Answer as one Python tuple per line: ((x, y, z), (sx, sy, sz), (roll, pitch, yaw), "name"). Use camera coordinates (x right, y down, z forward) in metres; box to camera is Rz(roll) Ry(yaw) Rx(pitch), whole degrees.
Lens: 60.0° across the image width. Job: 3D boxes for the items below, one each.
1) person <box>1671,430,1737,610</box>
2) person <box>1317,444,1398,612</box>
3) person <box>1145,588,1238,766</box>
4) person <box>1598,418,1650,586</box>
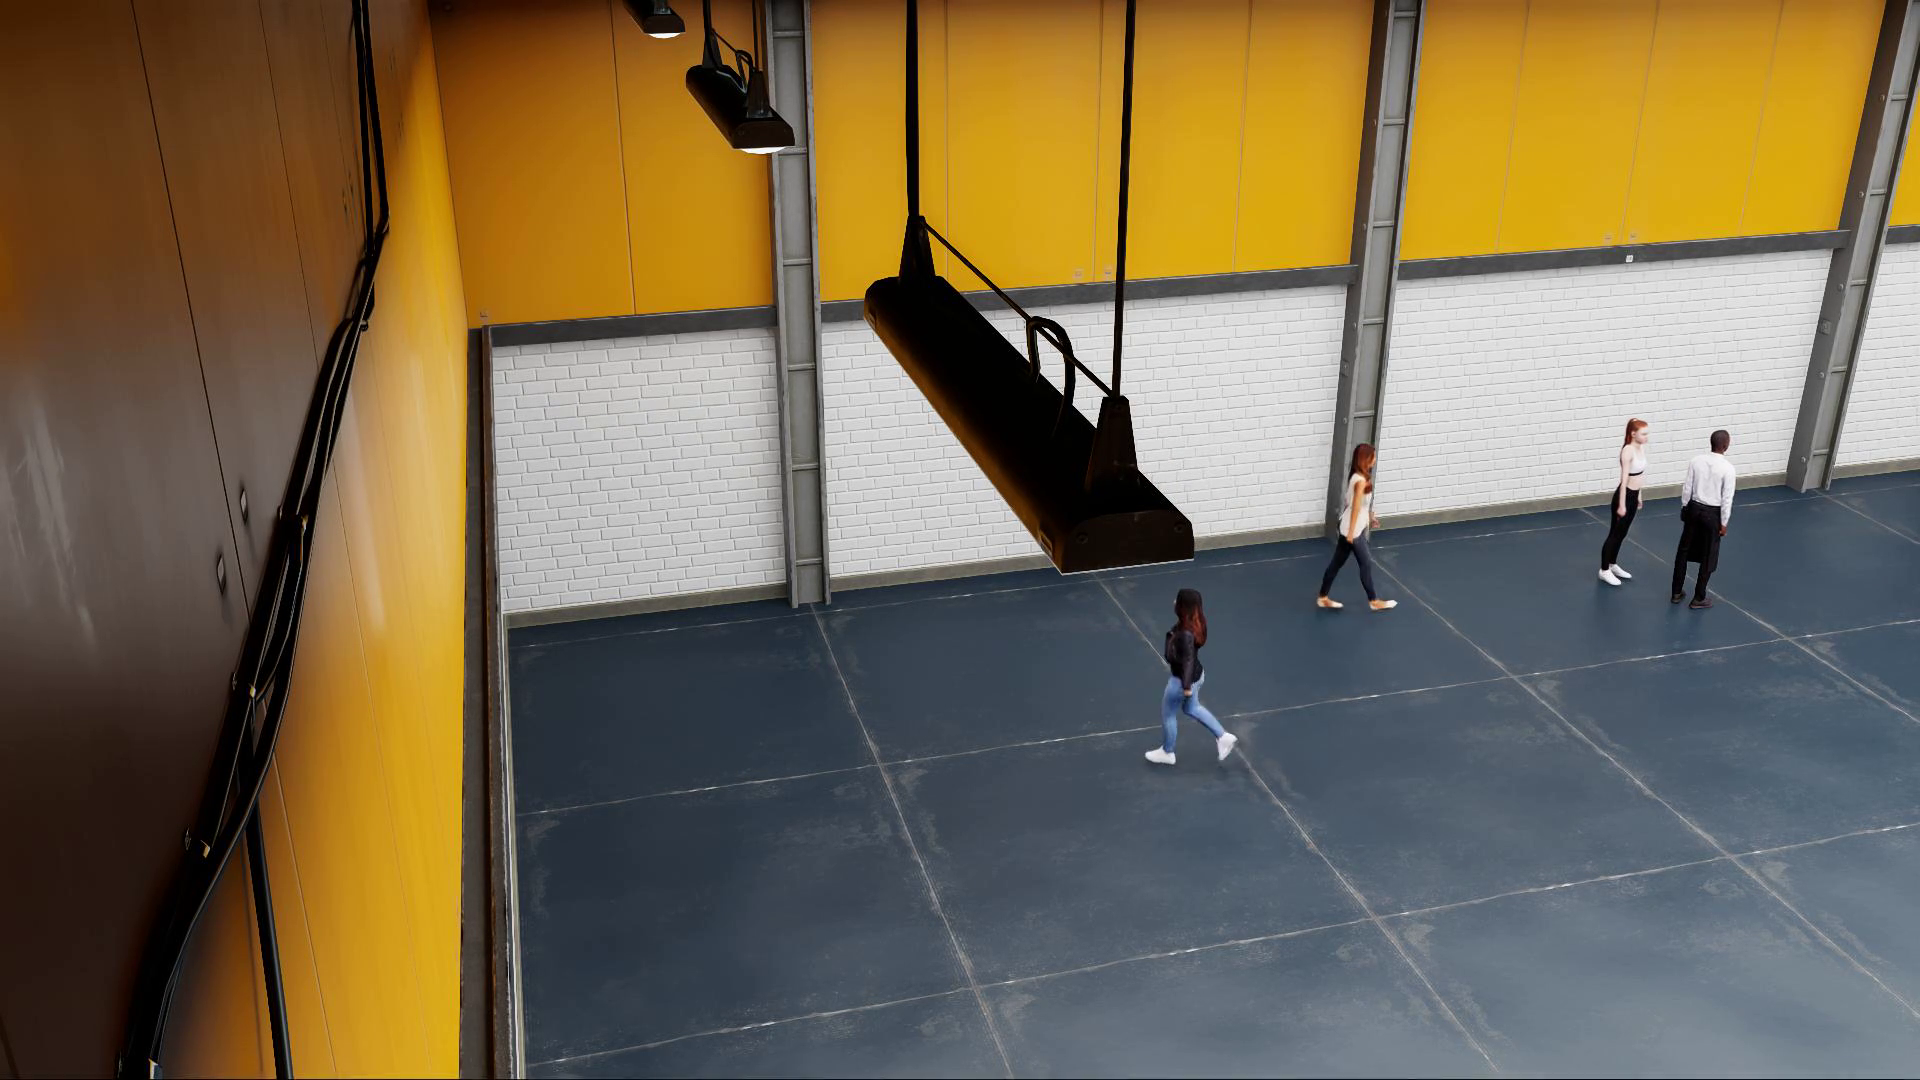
((7.373, -0.219, 16.492), (0.679, 1.835, 0.711), (-18, 29, -35), "person")
((3.763, -0.107, 16.341), (1.069, 1.751, 0.800), (2, 24, 4), "person")
((1.926, 1.148, 13.647), (1.070, 1.609, 0.957), (9, 25, 19), "person")
((6.819, -0.409, 17.046), (0.611, 1.740, 0.727), (-21, 31, -39), "person")
